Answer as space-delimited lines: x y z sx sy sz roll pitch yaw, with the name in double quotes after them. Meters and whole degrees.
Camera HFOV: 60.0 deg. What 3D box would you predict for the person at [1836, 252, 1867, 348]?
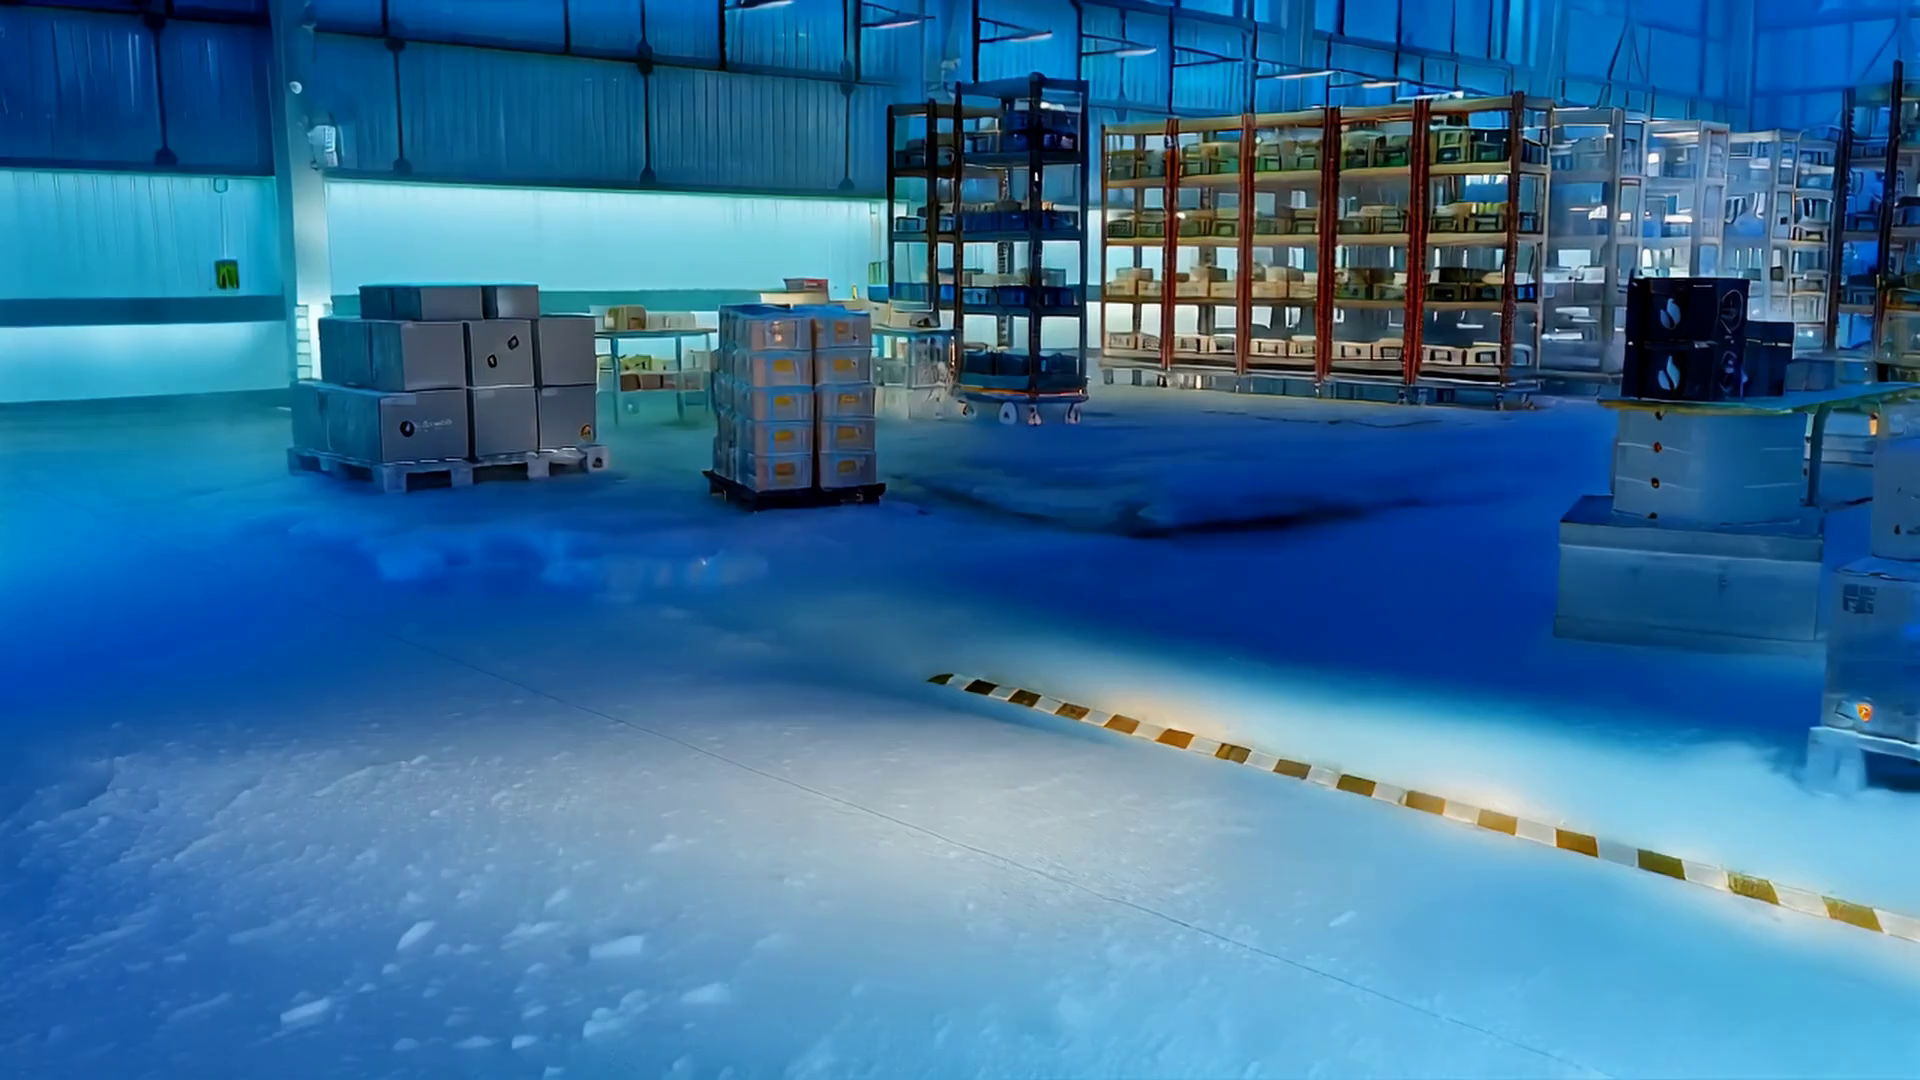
11.986 -2.936 22.430 0.395 1.856 0.585 2 10 11 "person"
